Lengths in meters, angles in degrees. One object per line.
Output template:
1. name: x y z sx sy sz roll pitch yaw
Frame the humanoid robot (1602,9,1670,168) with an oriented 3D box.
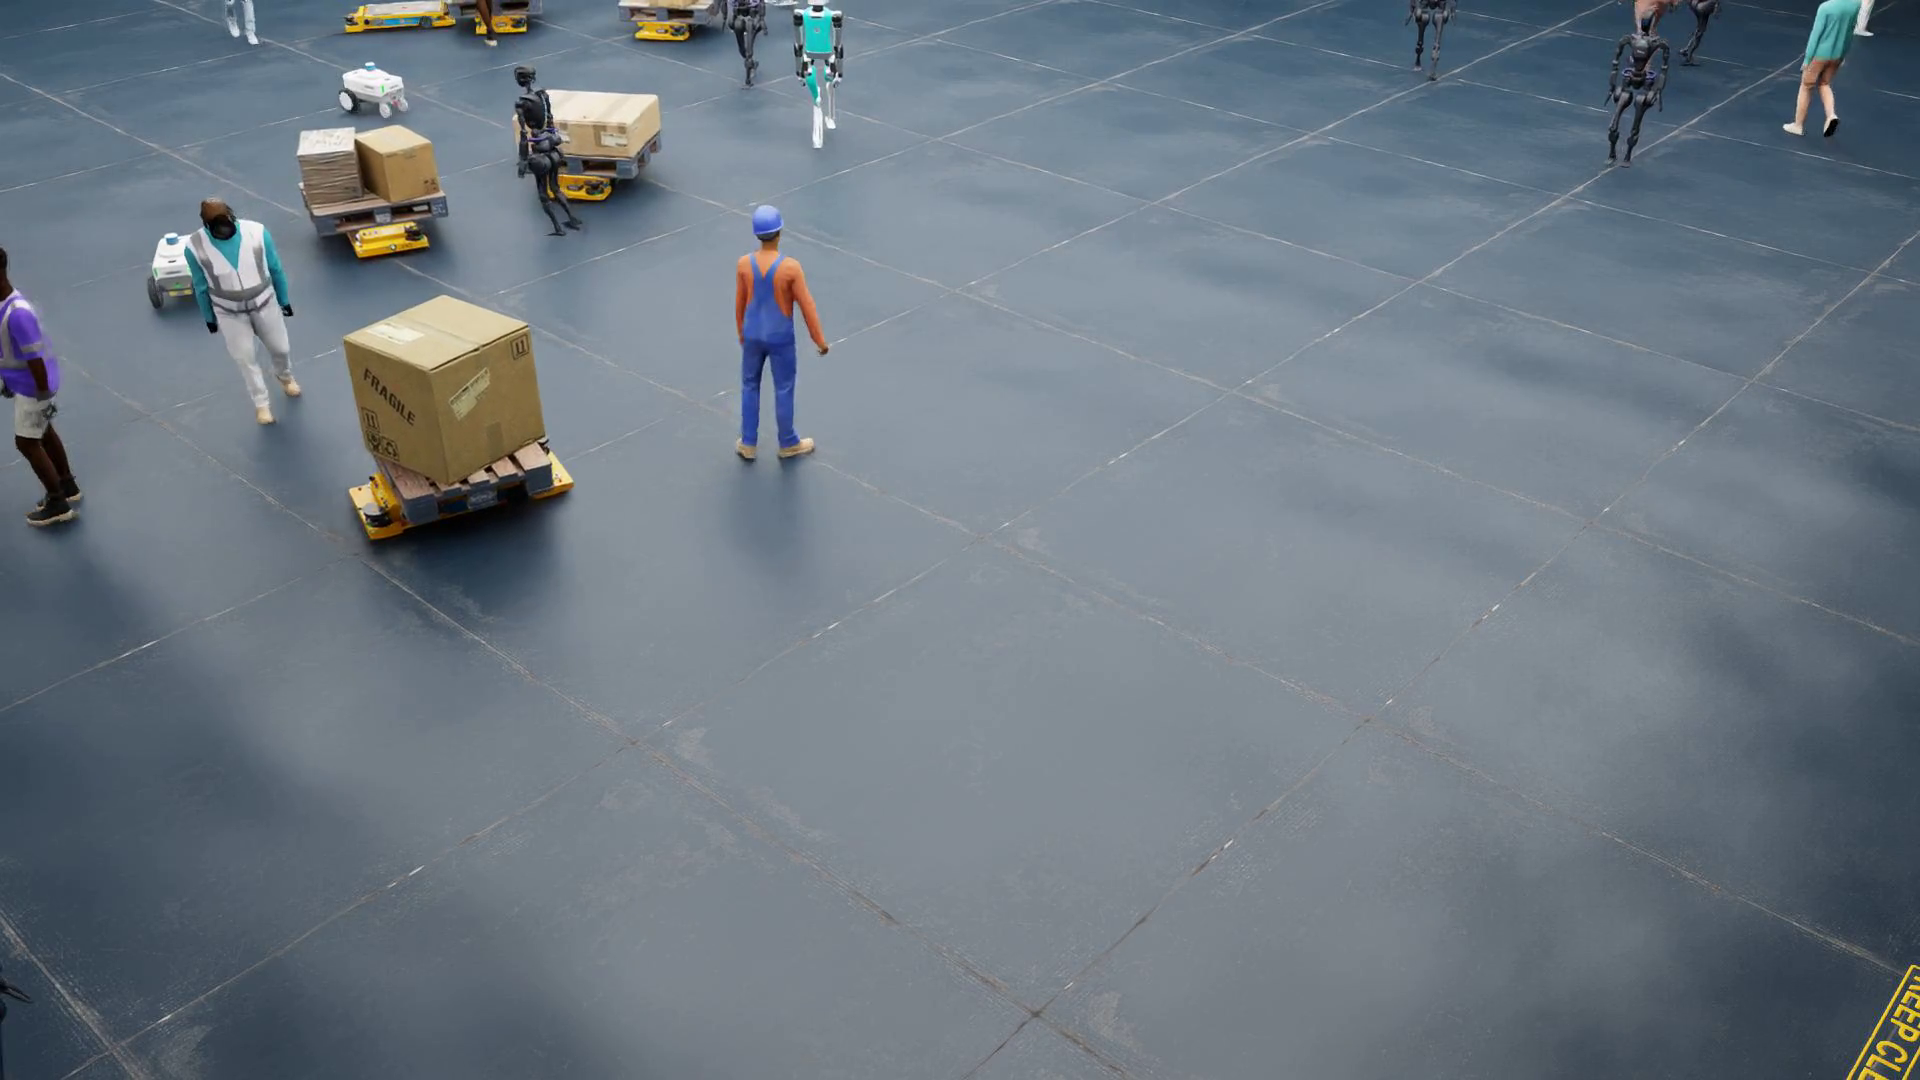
1. humanoid robot: 7.085 -4.707 17.403 0.591 1.648 0.425 17 36 25

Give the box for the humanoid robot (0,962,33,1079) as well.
1. humanoid robot: -4.084 1.966 6.704 0.724 1.649 0.611 -1 32 -2

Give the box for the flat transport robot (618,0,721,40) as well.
1. flat transport robot: -3.849 -7.019 22.456 0.659 0.231 1.431 5 32 7

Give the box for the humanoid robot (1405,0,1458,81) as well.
1. humanoid robot: 5.766 -6.470 20.279 0.609 1.626 0.762 5 32 9

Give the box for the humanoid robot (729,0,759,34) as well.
1. humanoid robot: -2.888 -7.591 21.991 0.711 1.800 0.535 -13 34 -19

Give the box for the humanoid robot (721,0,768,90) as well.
1. humanoid robot: -2.567 -6.327 20.049 0.608 1.637 0.741 9 33 14

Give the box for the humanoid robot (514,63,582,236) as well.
1. humanoid robot: -3.957 -3.695 15.781 0.378 1.646 0.601 10 33 16

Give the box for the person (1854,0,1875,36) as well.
1. person: 12.096 -7.512 21.961 0.316 1.633 0.513 0 32 0

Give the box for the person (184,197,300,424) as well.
1. person: -5.399 -1.771 12.551 0.649 1.814 0.579 -15 35 -23

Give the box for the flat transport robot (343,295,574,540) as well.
1. flat transport robot: -3.546 -0.406 11.808 1.431 0.231 0.659 -17 35 -25

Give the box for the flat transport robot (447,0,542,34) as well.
1. flat transport robot: -6.311 -7.181 22.717 0.659 0.231 1.431 -6 32 -10

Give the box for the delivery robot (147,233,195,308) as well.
1. delivery robot: -6.940 -2.408 14.779 0.499 0.614 0.808 -9 33 -15

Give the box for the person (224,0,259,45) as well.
1. person: -9.432 -7.411 21.530 0.628 1.906 0.499 -18 36 -26

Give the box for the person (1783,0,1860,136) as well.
1. person: 9.495 -5.318 18.206 0.536 1.860 0.589 -5 32 -8

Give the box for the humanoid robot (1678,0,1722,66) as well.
1. humanoid robot: 9.276 -6.749 20.681 0.341 1.644 0.599 -4 32 -7

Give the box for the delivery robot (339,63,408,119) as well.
1. delivery robot: -6.819 -5.235 19.319 0.788 0.601 0.499 18 36 26

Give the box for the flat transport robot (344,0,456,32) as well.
1. flat transport robot: -7.603 -7.129 22.634 1.431 0.231 0.659 -8 33 -12

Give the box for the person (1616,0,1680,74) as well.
1. person: 8.432 -6.662 20.373 0.660 1.853 0.918 -4 32 -6

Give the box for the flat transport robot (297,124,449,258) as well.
1. flat transport robot: -5.663 -3.106 16.156 0.659 0.231 1.431 -15 35 -23

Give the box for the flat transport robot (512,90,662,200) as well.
1. flat transport robot: -3.827 -3.888 17.415 0.659 0.231 1.431 4 32 7

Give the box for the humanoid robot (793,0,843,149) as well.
1. humanoid robot: -1.510 -5.184 18.184 0.554 1.740 1.074 0 32 1

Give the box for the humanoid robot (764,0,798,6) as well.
1. humanoid robot: -2.435 -8.249 23.072 0.873 1.780 0.542 9 33 14

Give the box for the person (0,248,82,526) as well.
1. person: -6.352 -1.047 11.252 0.511 1.942 0.622 -19 36 -27

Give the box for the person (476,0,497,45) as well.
1. person: -6.294 -7.481 21.644 0.607 1.919 0.892 -20 37 -28

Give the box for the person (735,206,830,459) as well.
1. person: -1.324 -1.453 11.949 0.699 1.903 0.471 7 33 12
